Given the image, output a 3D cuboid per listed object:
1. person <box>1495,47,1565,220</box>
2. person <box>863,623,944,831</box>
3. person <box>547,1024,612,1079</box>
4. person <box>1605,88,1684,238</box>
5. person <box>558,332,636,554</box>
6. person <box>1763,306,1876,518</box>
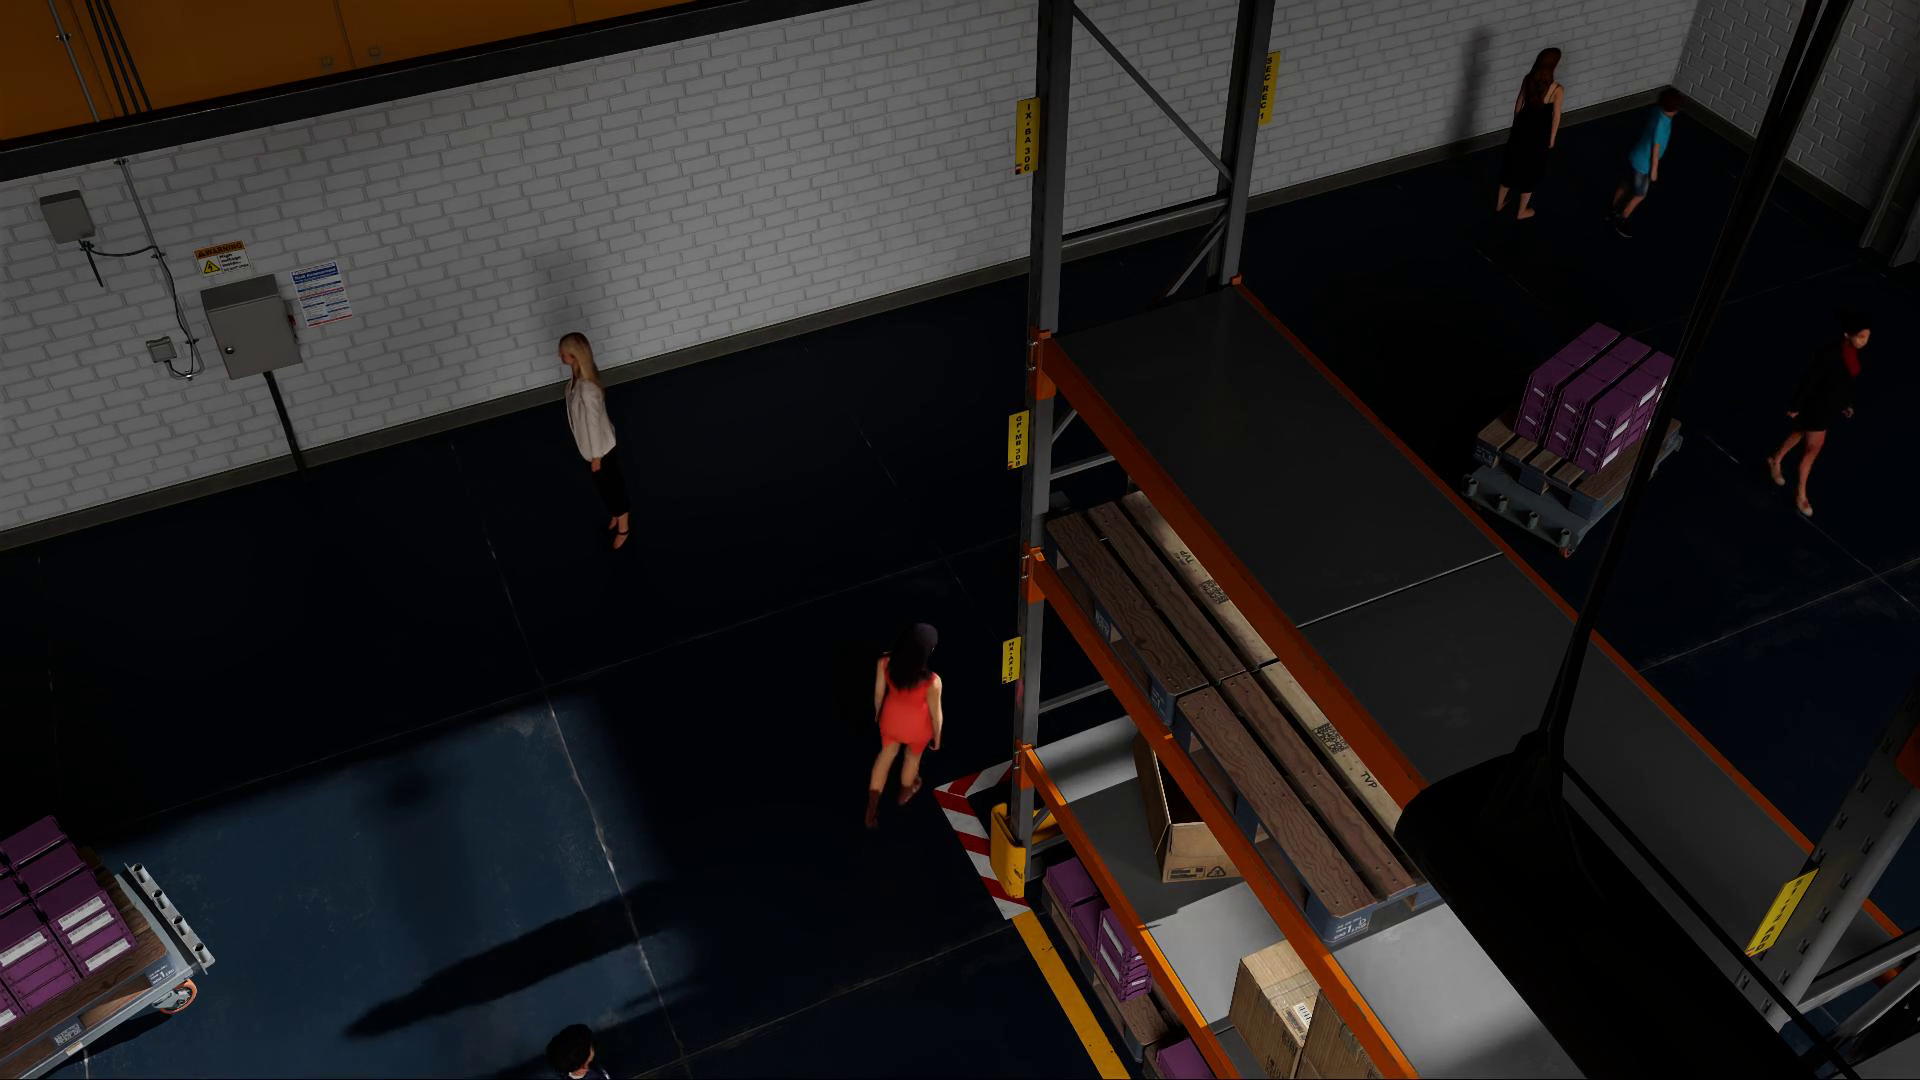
[{"bbox_3d":[5.093,-3.639,14.846,0.612,1.624,0.716,33,53,30],"label":"person"},{"bbox_3d":[-0.340,1.144,9.772,0.939,1.697,0.991,13,45,13],"label":"person"},{"bbox_3d":[-1.865,2.852,8.307,0.646,1.246,0.698,26,49,25],"label":"person"},{"bbox_3d":[6.049,-3.387,14.727,0.765,1.423,0.682,1,44,1],"label":"person"},{"bbox_3d":[-2.521,-0.672,11.561,0.679,1.859,0.482,-14,45,-15],"label":"person"},{"bbox_3d":[6.178,-1.010,12.089,0.607,1.621,0.810,-23,48,-22],"label":"person"}]
